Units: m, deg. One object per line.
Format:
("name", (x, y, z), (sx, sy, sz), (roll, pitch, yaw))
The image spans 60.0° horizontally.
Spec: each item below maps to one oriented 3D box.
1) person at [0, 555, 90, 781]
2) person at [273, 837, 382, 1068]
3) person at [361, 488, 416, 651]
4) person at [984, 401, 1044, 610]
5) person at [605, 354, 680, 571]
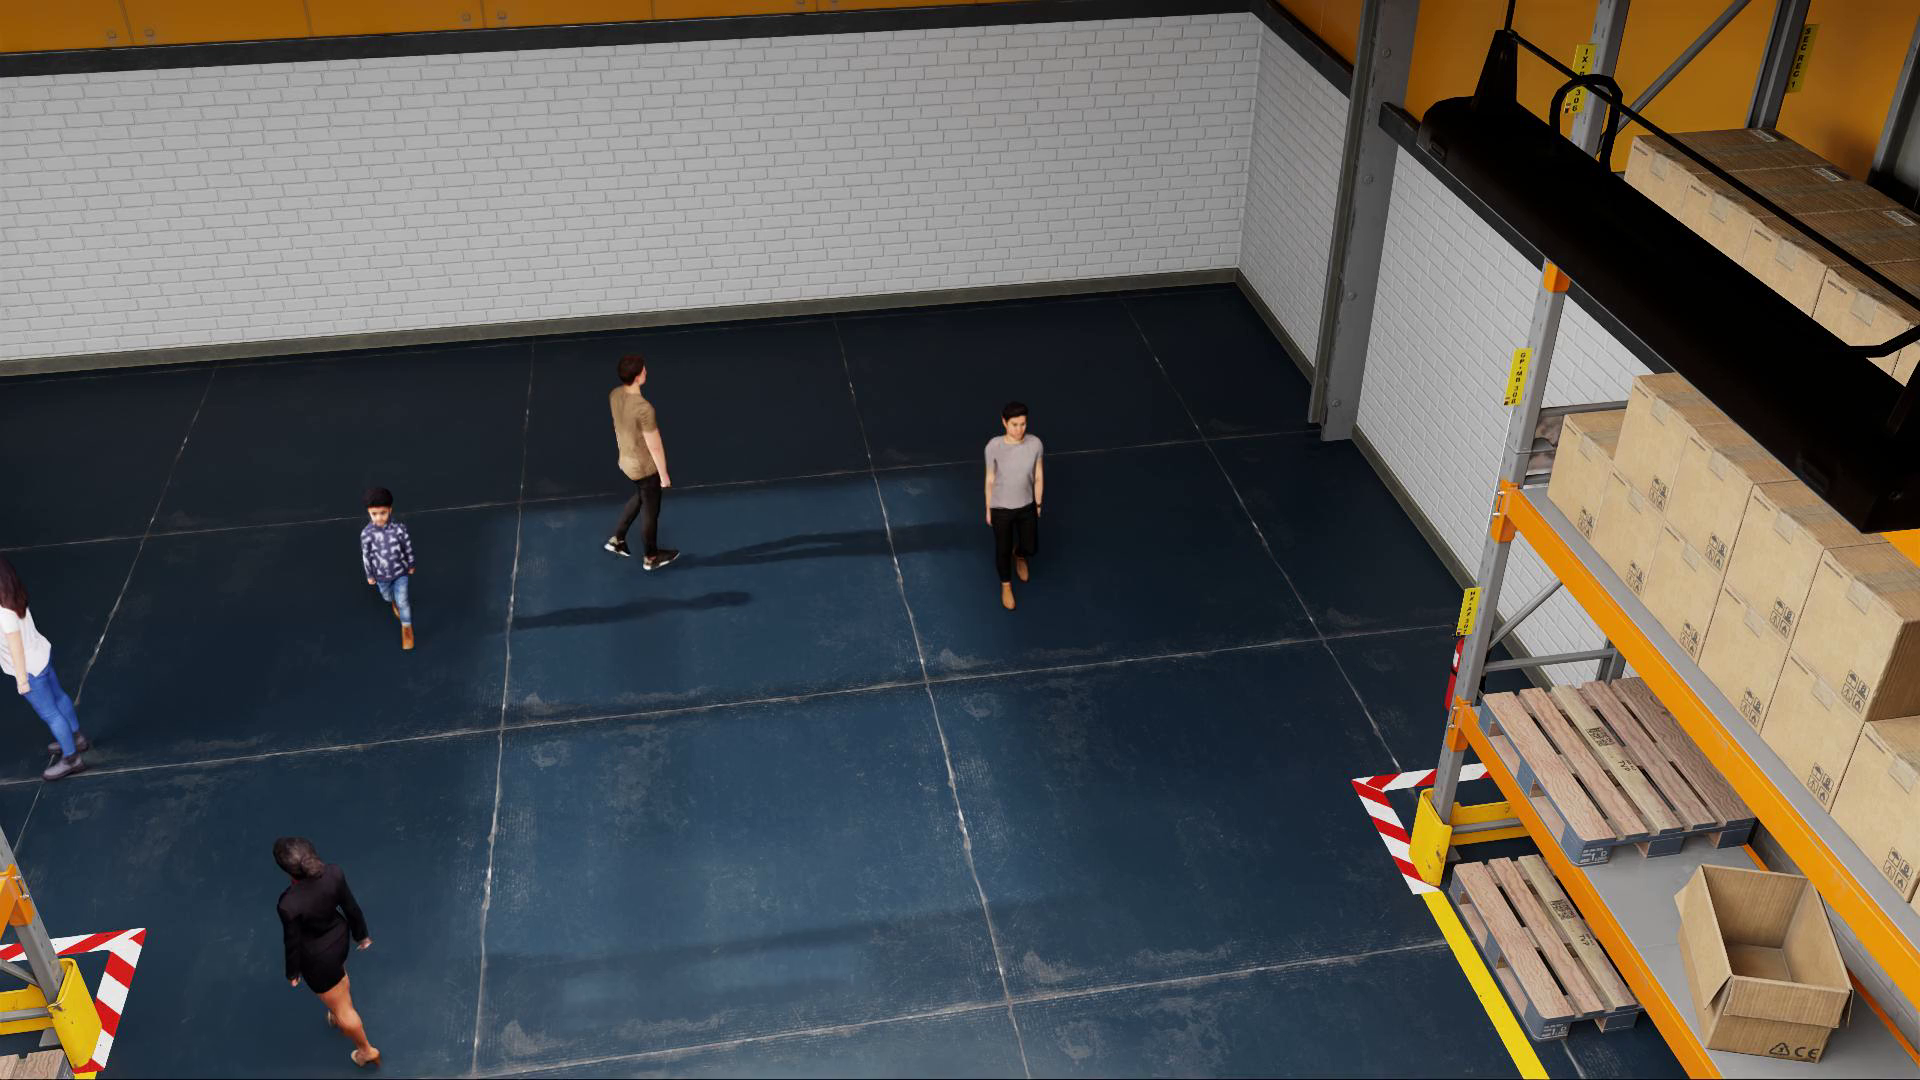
("person", (-6.021, 0.811, 10.814), (0.687, 1.683, 0.512), (-12, 35, -17))
("person", (-3.265, 2.216, 8.753), (0.863, 1.625, 0.819), (16, 37, 23))
("person", (-4.184, 0.164, 12.193), (0.525, 1.234, 0.827), (-9, 35, -13))
("person", (0.382, -0.317, 12.489), (0.625, 1.708, 0.758), (-3, 34, -5))
("person", (-2.518, -0.545, 12.711), (0.919, 1.841, 0.884), (-24, 40, -31))
